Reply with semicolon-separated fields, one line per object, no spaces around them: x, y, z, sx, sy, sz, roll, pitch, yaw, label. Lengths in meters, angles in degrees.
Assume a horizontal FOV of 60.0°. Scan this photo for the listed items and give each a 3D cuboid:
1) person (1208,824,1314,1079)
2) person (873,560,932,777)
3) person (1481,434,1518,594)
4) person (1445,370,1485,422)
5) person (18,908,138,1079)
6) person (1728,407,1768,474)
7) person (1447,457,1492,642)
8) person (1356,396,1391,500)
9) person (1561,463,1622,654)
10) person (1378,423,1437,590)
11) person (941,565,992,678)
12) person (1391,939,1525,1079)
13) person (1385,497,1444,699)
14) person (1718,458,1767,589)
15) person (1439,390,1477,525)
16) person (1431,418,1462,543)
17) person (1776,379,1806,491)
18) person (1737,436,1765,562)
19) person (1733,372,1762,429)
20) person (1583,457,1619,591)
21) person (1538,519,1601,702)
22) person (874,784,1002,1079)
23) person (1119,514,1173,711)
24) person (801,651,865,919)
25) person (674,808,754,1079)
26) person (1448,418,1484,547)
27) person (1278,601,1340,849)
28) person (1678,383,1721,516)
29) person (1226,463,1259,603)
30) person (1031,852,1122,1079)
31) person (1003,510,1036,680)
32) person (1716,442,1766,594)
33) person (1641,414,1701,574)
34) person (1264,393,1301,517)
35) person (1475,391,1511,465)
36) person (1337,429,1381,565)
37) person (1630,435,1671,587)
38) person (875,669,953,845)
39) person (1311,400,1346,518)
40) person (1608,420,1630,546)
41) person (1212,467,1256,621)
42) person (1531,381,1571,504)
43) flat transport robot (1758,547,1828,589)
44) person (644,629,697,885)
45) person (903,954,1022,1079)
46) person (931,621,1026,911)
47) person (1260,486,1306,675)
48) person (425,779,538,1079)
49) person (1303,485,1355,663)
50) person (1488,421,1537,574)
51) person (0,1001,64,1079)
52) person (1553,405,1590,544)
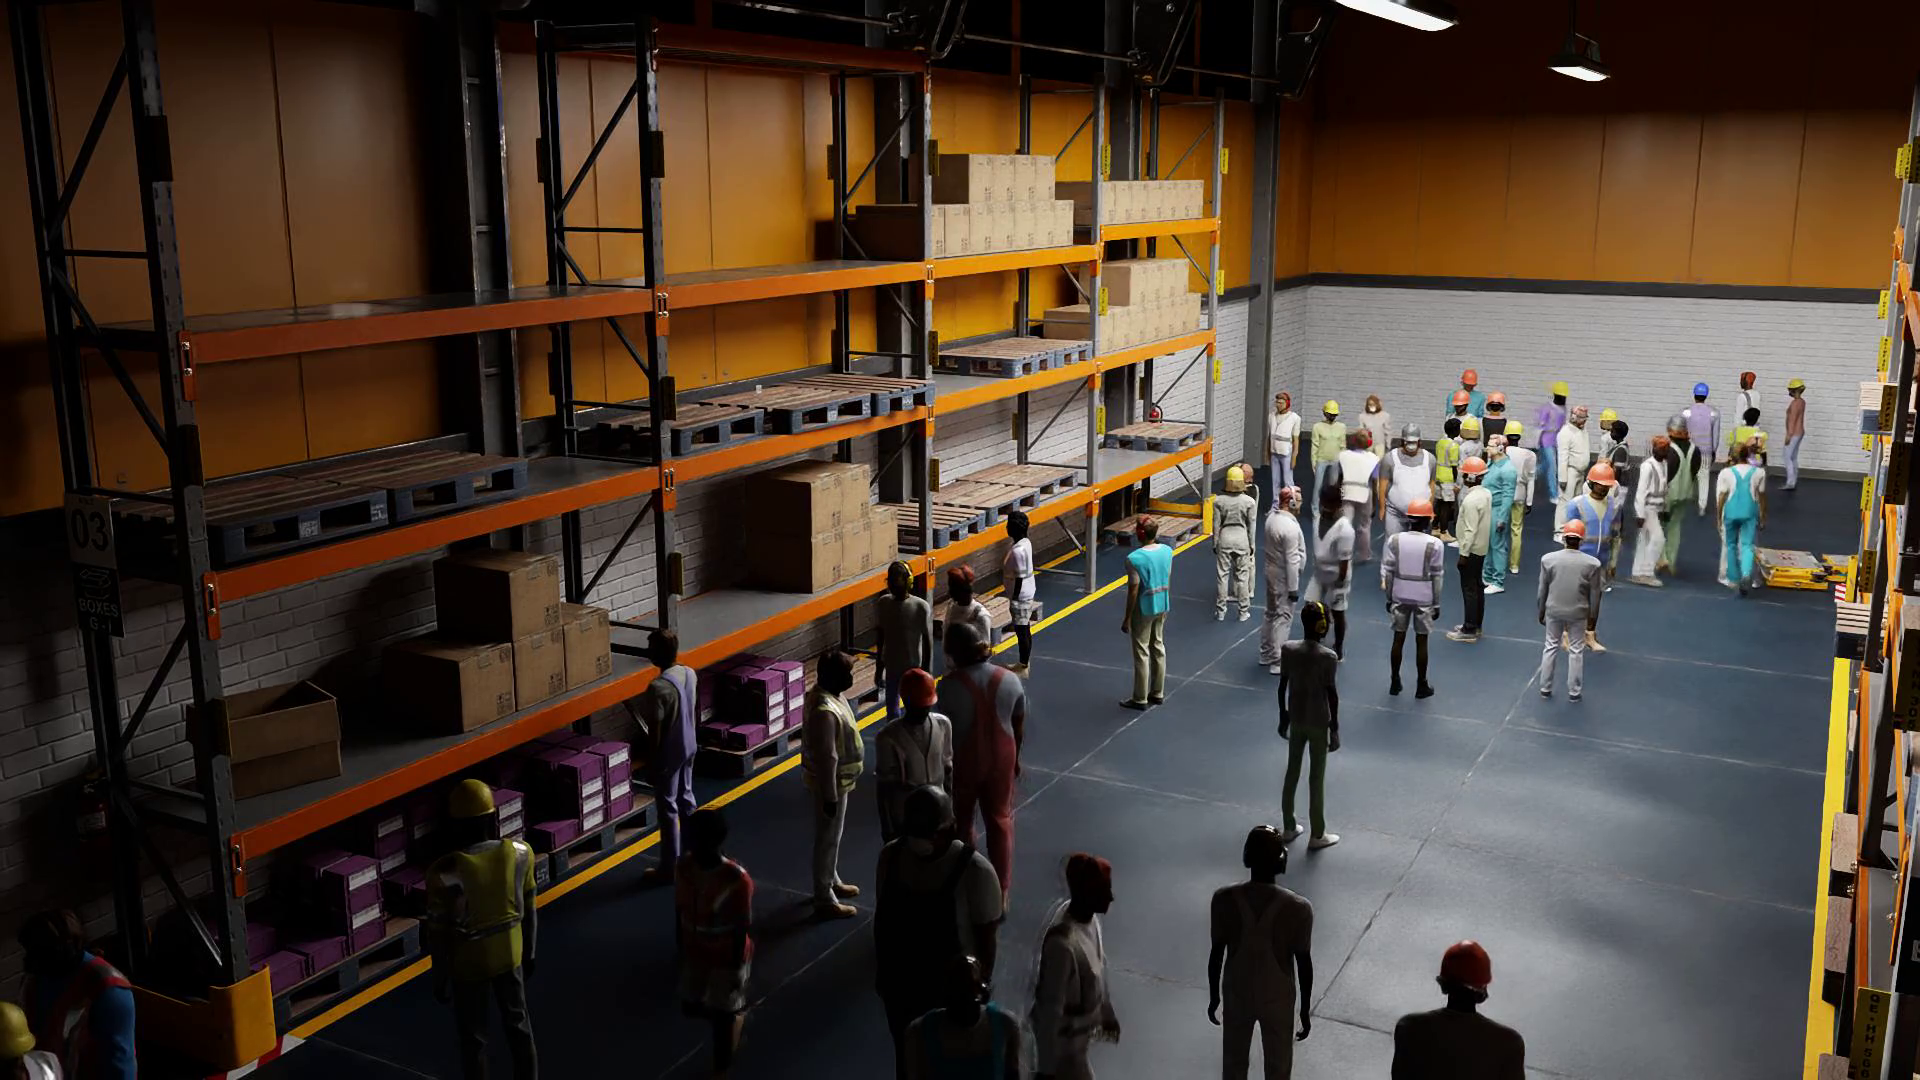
1.485;2.300;8.257;0.513;1.842;0.325;4;13;18;person
-0.476;1.073;13.695;0.534;1.868;0.309;6;14;27;person
6.346;-0.315;19.818;0.406;1.911;0.639;-1;13;-4;person
7.751;-1.635;25.557;0.608;1.984;0.397;-1;13;-5;person
-3.911;2.495;7.423;0.632;1.836;0.432;7;14;28;person
11.224;-1.071;23.754;0.775;1.667;0.537;-11;17;-41;person
5.458;0.095;17.787;0.394;1.992;0.622;8;15;32;person
6.317;-1.410;25.420;0.523;1.585;0.851;4;13;17;person
6.558;0.200;17.244;0.602;2.035;0.404;-2;13;-8;person
5.354;-0.395;19.879;0.689;2.000;0.537;0;13;2;person
0.030;1.115;13.462;0.354;1.887;0.573;-8;15;-32;person
2.150;2.573;7.243;0.568;1.748;0.340;4;13;17;person
4.330;0.549;15.889;0.547;1.934;0.376;7;15;30;person
9.461;-0.222;20.089;0.625;1.609;0.416;4;13;19;person
7.076;-1.171;23.613;0.386;1.929;0.543;-9;15;-35;person
6.609;-0.814;22.558;0.320;1.688;0.543;-2;13;-9;person
13.112;-1.660;26.195;0.338;1.760;0.539;10;16;38;person
10.122;-0.530;21.411;0.312;1.631;0.524;1;13;6;person
12.324;-1.701;26.110;0.568;1.878;0.350;-9;16;-35;person
7.625;-0.182;19.843;0.500;1.633;0.282;-4;13;-19;person
5.780;0.663;15.810;0.566;1.744;0.350;7;14;28;person
-0.163;2.177;8.362;0.683;2.000;0.535;7;14;27;person
1.748;0.675;15.517;0.567;1.850;0.389;-11;17;-41;person
-0.856;1.637;11.252;0.428;1.835;0.627;0;13;-2;person
-1.296;2.216;9.010;0.535;1.680;0.532;8;15;31;person
6.763;-0.766;22.211;0.488;1.744;0.296;-11;17;-41;person
2.603;1.368;12.386;0.519;1.865;0.331;12;17;43;person
10.719;-1.317;24.215;0.602;1.948;0.387;3;13;12;person
3.290;-0.087;19.404;0.307;1.639;0.525;11;17;41;person
0.548;2.364;7.924;0.471;1.865;0.615;3;13;14;person
0.581;0.544;16.448;0.321;1.697;0.529;2;13;9;person
9.290;-0.252;19.778;0.579;1.807;0.707;5;13;20;person
8.805;-0.576;20.688;0.698;2.000;0.539;-4;13;-16;person
4.674;-1.223;24.043;0.392;1.838;0.561;-9;16;-36;person
7.236;-1.008;22.660;0.611;2.030;0.410;4;13;16;person
4.995;-0.506;20.938;0.590;1.799;0.970;7;15;30;person
8.425;-0.347;20.065;0.586;1.866;0.608;11;16;39;person
-0.266;1.739;10.588;0.537;1.930;0.379;-7;15;-30;person
5.264;-1.123;23.772;0.525;1.761;0.340;-2;13;-10;person
8.828;-0.766;22.332;0.320;1.694;0.533;5;13;21;person
3.057;0.042;18.595;0.486;1.743;0.299;2;13;10;person
8.875;-1.507;25.222;0.617;1.888;0.855;-10;16;-38;person
10.258;0.337;20.594;0.652;0.197;1.431;4;13;16;flat transport robot
-2.042;1.521;11.767;0.353;1.837;0.511;6;14;25;person
0.025;2.573;7.114;0.543;1.820;0.453;-2;13;-9;person
0.115;1.487;11.452;0.711;2.000;1.018;-4;13;-19;person
3.259;0.398;16.676;0.395;1.896;0.650;-2;13;-8;person
-2.483;2.173;8.676;0.582;1.917;0.405;-11;17;-40;person
3.694;0.375;16.720;0.723;1.913;0.603;-9;15;-34;person
6.848;-0.529;20.755;0.587;1.920;0.397;3;13;14;person
-3.778;2.676;6.636;0.412;1.822;0.590;6;14;25;person
8.261;-0.884;22.403;0.399;1.897;0.648;12;17;43;person
